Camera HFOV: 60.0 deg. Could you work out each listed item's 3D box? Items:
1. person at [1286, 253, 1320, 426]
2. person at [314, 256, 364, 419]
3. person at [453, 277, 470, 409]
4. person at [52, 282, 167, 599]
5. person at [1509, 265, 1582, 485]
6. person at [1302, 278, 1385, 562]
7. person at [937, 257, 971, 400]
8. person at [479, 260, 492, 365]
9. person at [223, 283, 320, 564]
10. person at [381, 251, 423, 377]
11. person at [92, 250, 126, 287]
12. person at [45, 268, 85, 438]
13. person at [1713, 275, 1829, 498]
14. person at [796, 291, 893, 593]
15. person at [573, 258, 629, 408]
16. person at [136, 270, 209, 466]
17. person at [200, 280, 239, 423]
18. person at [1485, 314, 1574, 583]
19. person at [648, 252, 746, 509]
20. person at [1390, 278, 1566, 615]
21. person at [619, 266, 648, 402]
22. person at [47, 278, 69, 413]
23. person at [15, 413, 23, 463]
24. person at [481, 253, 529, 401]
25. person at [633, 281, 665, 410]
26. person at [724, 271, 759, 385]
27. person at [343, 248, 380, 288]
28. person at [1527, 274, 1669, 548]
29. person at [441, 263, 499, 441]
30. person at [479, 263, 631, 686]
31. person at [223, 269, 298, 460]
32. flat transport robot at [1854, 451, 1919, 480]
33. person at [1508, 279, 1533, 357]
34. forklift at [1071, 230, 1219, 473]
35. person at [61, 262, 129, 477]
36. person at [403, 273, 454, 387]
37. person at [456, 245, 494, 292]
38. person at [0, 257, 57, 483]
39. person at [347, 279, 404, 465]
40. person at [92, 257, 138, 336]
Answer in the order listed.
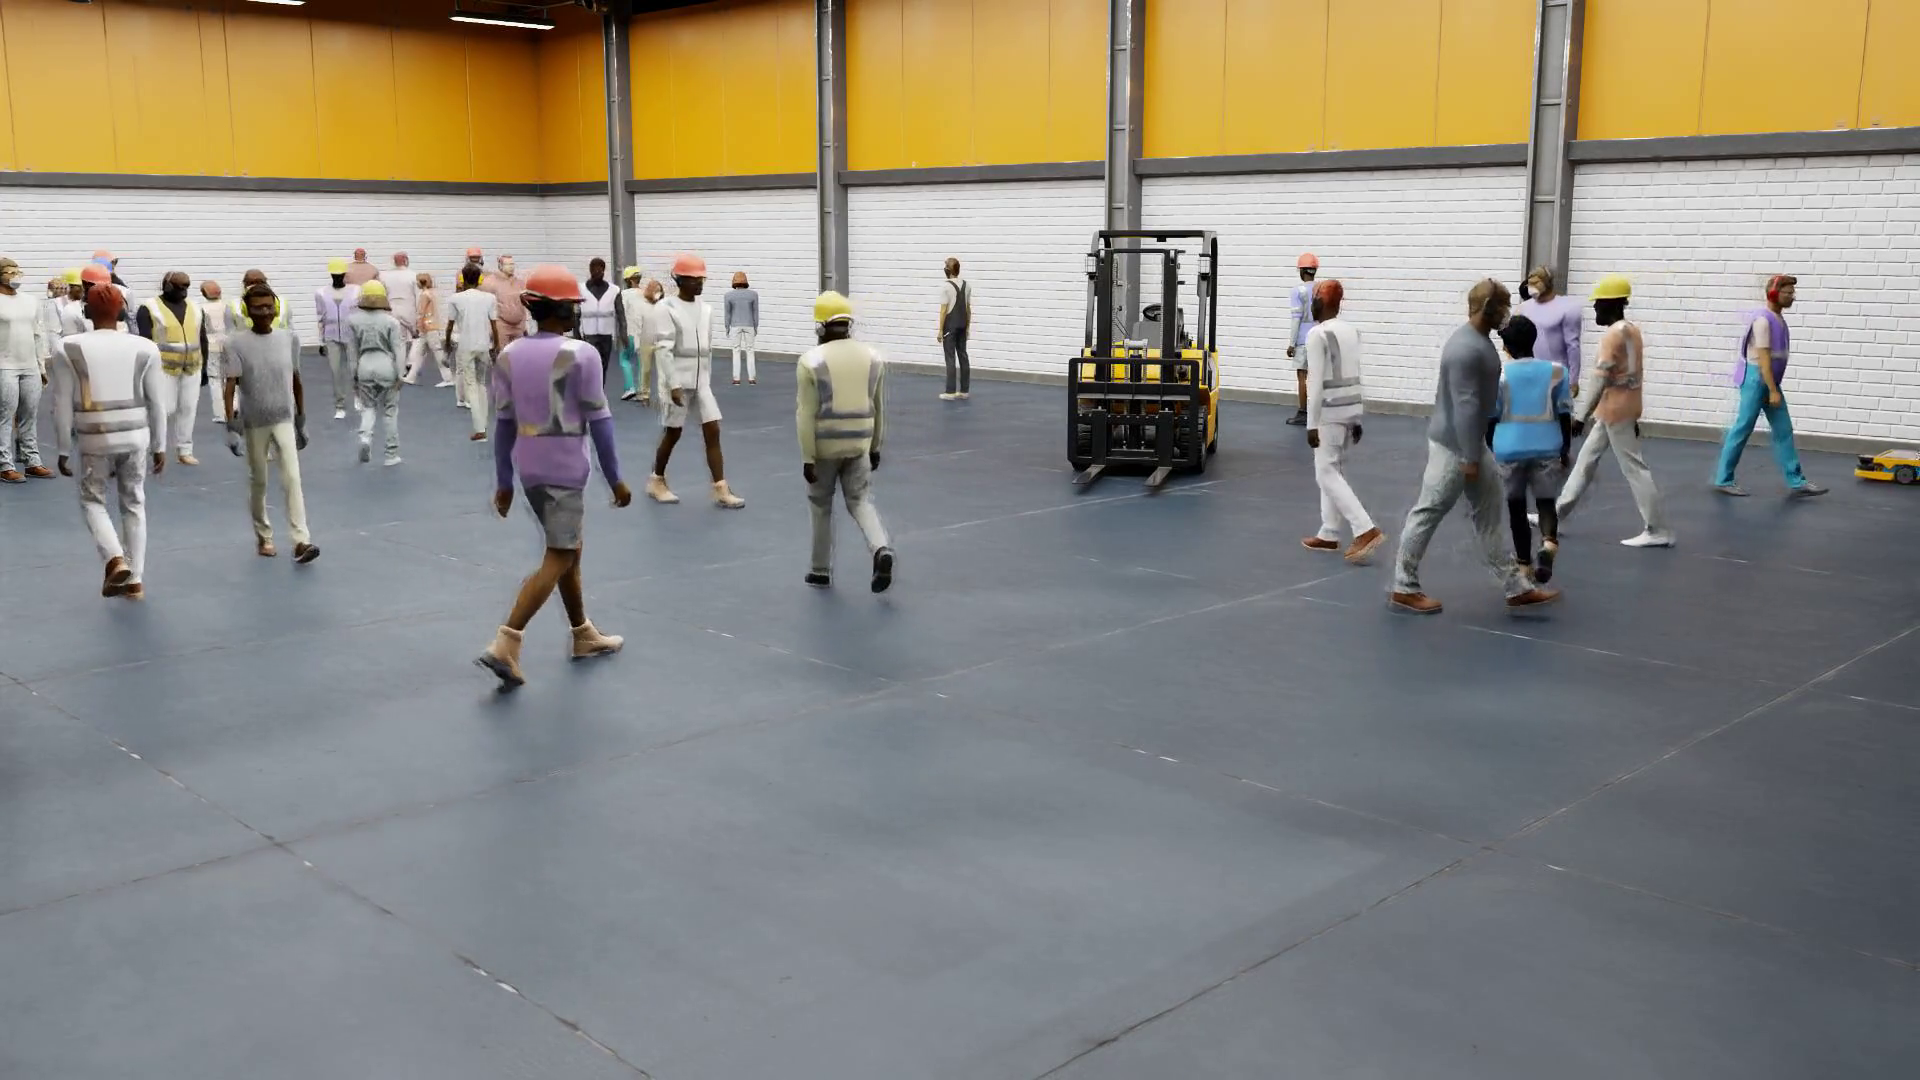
[{"bbox_3d":[3.896,-2.248,18.709,0.547,1.928,0.385,-6,12,-29],"label":"person"},{"bbox_3d":[-7.267,-2.397,19.630,0.584,1.896,0.781,-2,11,-10],"label":"person"},{"bbox_3d":[-6.088,-2.437,20.526,0.315,1.640,0.515,-8,13,-39],"label":"person"},{"bbox_3d":[-4.923,-0.560,9.668,0.598,1.865,0.455,-7,13,-35],"label":"person"},{"bbox_3d":[5.083,-1.433,14.398,1.011,1.893,0.640,-7,12,-33],"label":"person"},{"bbox_3d":[2.574,-0.798,11.021,0.698,1.861,0.602,9,14,41],"label":"person"},{"bbox_3d":[-0.074,-2.741,21.630,0.516,1.842,0.328,-8,13,-38],"label":"person"},{"bbox_3d":[-7.940,-3.759,27.351,0.659,1.776,0.998,-10,14,-43],"label":"person"},{"bbox_3d":[-4.485,-0.744,10.805,0.559,1.814,0.981,-8,13,-36],"label":"person"},{"bbox_3d":[-8.296,-3.368,24.895,0.670,1.894,0.432,2,11,10],"label":"person"},{"bbox_3d":[-10.193,-2.487,19.952,0.524,1.953,0.634,-7,13,-34],"label":"person"},{"bbox_3d":[-9.187,-1.937,17.403,0.933,1.779,0.596,9,14,40],"label":"person"},{"bbox_3d":[6.594,-1.218,13.418,0.925,1.802,0.565,10,14,43],"label":"person"},{"bbox_3d":[-0.689,-0.563,9.843,0.601,1.813,0.747,-6,12,-31],"label":"person"},{"bbox_3d":[-4.361,-2.469,20.133,0.606,1.850,1.048,-4,11,-22],"label":"person"},{"bbox_3d":[-7.335,-1.603,15.502,0.591,1.816,0.635,10,14,43],"label":"person"},{"bbox_3d":[-8.460,-2.139,18.936,0.356,1.620,0.551,8,13,38],"label":"person"},{"bbox_3d":[3.419,-0.521,10.023,0.547,1.663,0.624,2,11,9],"label":"person"},{"bbox_3d":[-2.132,-1.253,13.080,0.813,2.020,0.614,9,14,40],"label":"person"},{"bbox_3d":[2.914,-0.493,9.245,1.009,1.881,0.679,6,12,30],"label":"person"},{"bbox_3d":[-4.164,-2.637,21.351,0.550,1.722,0.478,-9,14,-42],"label":"person"},{"bbox_3d":[-10.835,-2.363,20.172,0.512,1.617,0.604,8,13,36],"label":"person"},{"bbox_3d":[-8.865,-1.637,15.474,0.563,1.903,0.647,-6,12,-28],"label":"person"},{"bbox_3d":[-5.809,-2.726,21.384,0.403,1.904,0.650,7,13,35],"label":"person"},{"bbox_3d":[-3.787,-2.400,20.490,0.511,1.580,0.891,-4,11,-20],"label":"person"},{"bbox_3d":[-3.119,-3.021,23.774,0.495,1.624,0.308,-2,11,-10],"label":"person"},{"bbox_3d":[-10.735,-4.284,29.900,0.642,1.903,0.402,-3,11,-18],"label":"person"},{"bbox_3d":[4.454,-0.889,11.488,1.034,1.861,0.592,5,12,26],"label":"person"},{"bbox_3d":[-5.125,-1.956,17.365,0.541,1.835,0.700,-7,13,-34],"label":"person"},{"bbox_3d":[-2.003,-0.320,8.010,0.609,2.012,0.961,7,13,34],"label":"person"},{"bbox_3d":[-6.517,-1.619,15.600,0.647,1.811,0.772,-6,12,-29],"label":"person"},{"bbox_3d":[8.544,-0.604,14.267,1.431,0.197,0.652,9,14,40],"label":"flat transport robot"},{"bbox_3d":[5.948,-1.911,17.538,0.320,1.690,0.532,4,11,21],"label":"person"},{"bbox_3d":[1.804,-1.825,15.677,1.214,2.155,2.313,2,11,13],"label":"forklift"},{"bbox_3d":[-7.743,-1.529,14.892,0.811,1.905,0.536,8,13,38],"label":"person"},{"bbox_3d":[-7.547,-2.932,23.341,0.845,1.599,0.520,-2,11,-11],"label":"person"},{"bbox_3d":[-7.500,-3.578,25.818,0.645,1.974,0.480,-6,12,-29],"label":"person"},{"bbox_3d":[-8.204,-1.470,14.440,0.372,1.940,0.631,4,11,20],"label":"person"},{"bbox_3d":[-5.388,-1.534,15.351,0.502,1.722,0.470,0,10,-3],"label":"person"},{"bbox_3d":[-9.872,-2.329,19.264,0.630,1.908,0.862,-6,12,-29],"label":"person"}]
